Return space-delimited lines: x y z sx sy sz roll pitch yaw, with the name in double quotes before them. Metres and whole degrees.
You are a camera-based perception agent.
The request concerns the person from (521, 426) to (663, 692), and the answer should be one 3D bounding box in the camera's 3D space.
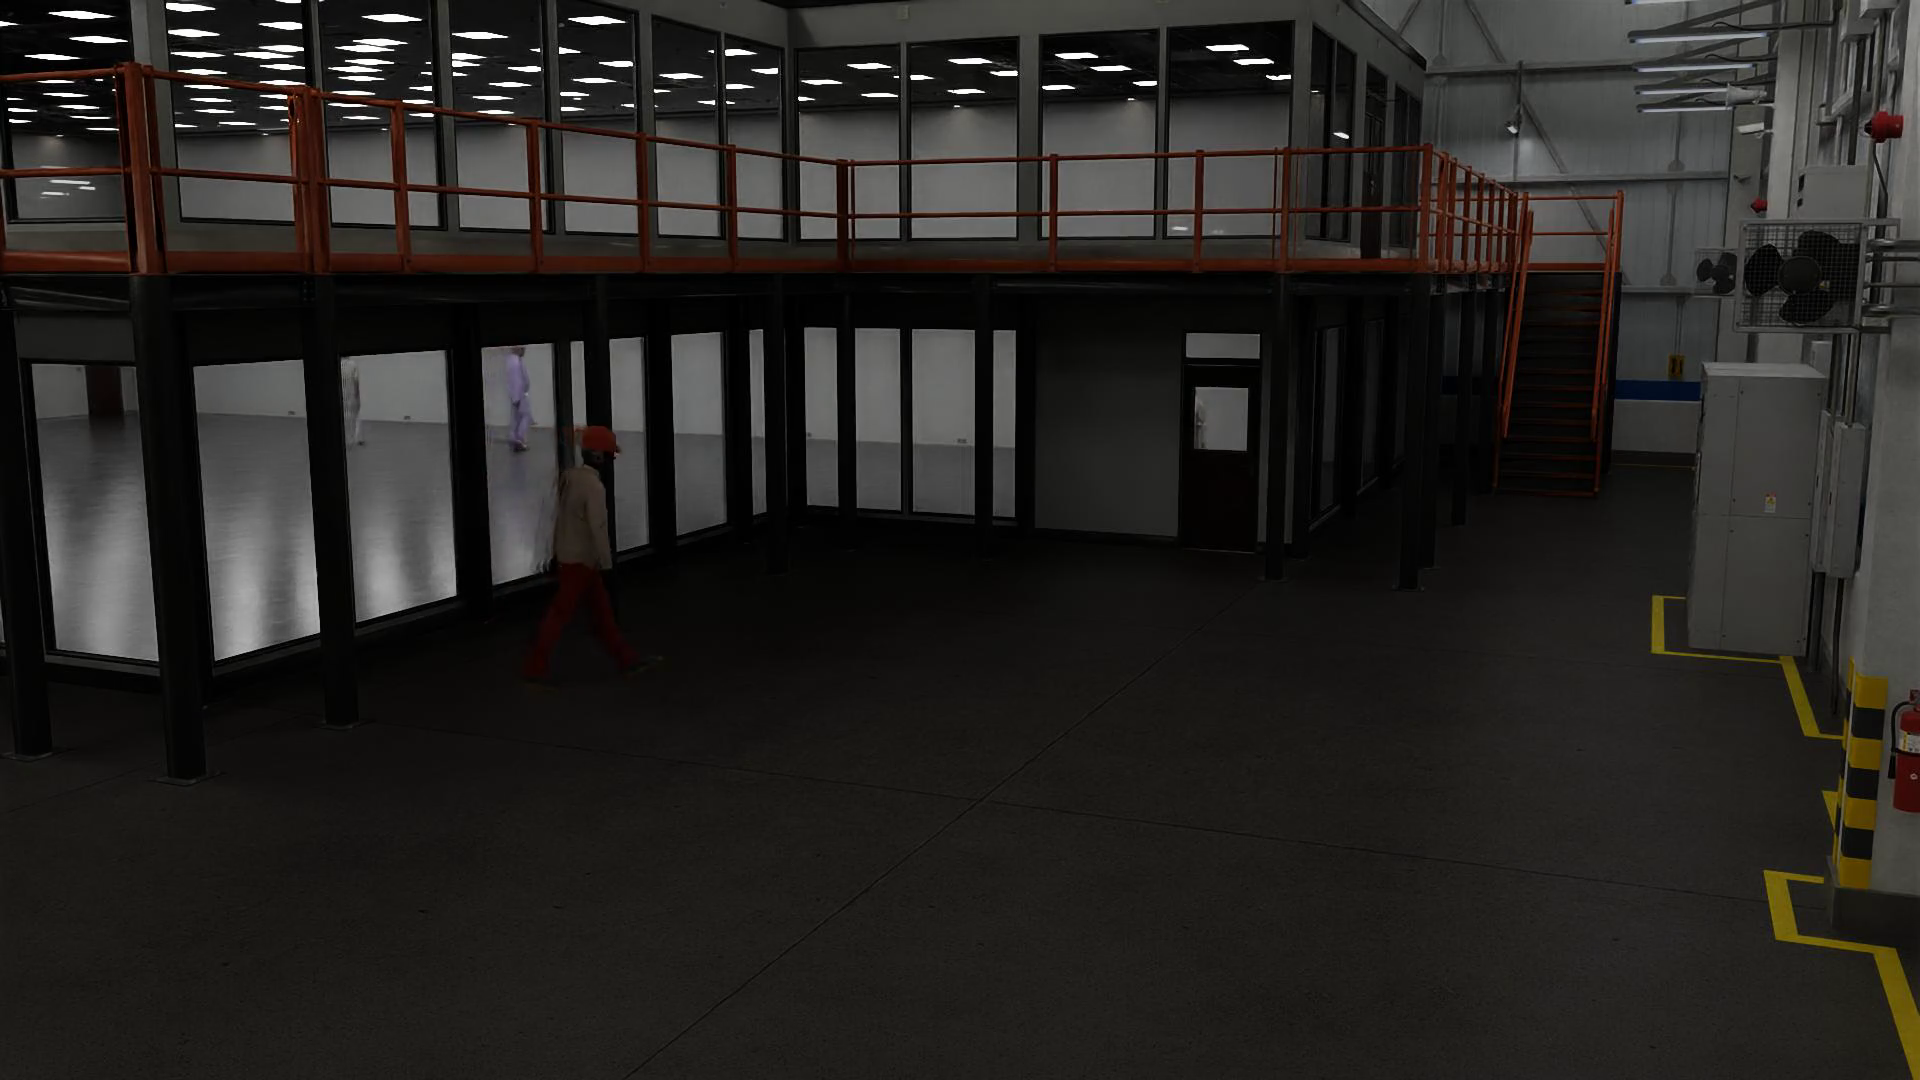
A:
"person" -2.736 0.134 12.155 1.095 1.923 0.644 -4 10 -23
